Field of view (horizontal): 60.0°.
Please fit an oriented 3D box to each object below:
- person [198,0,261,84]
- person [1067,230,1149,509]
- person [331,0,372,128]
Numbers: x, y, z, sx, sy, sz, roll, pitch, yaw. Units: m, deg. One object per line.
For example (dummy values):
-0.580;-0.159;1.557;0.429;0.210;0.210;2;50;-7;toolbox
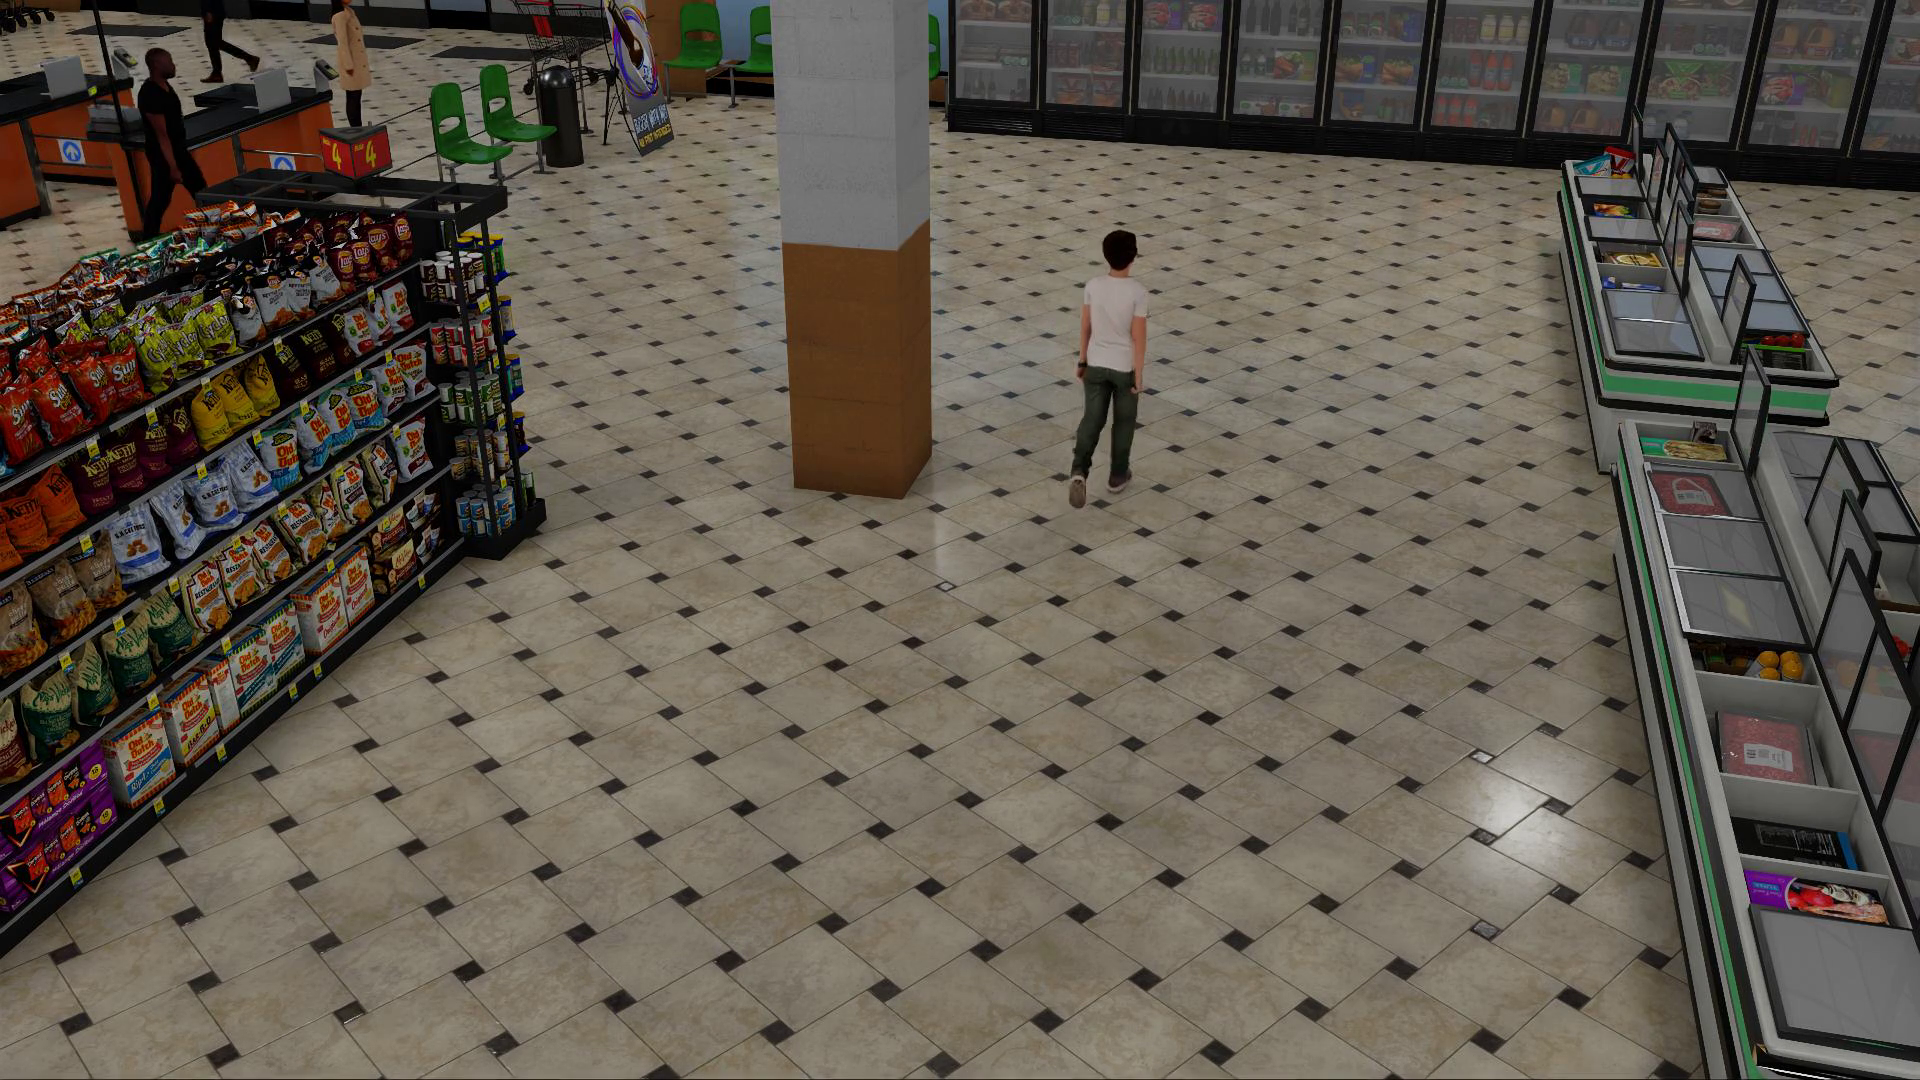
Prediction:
-9.144;-6.511;20.549;1.018;1.707;1.036;-8;28;-15;person
0.853;-0.957;9.674;0.670;1.635;1.058;11;29;21;person
-6.504;-5.078;17.749;0.762;1.682;0.583;-1;27;-2;person
